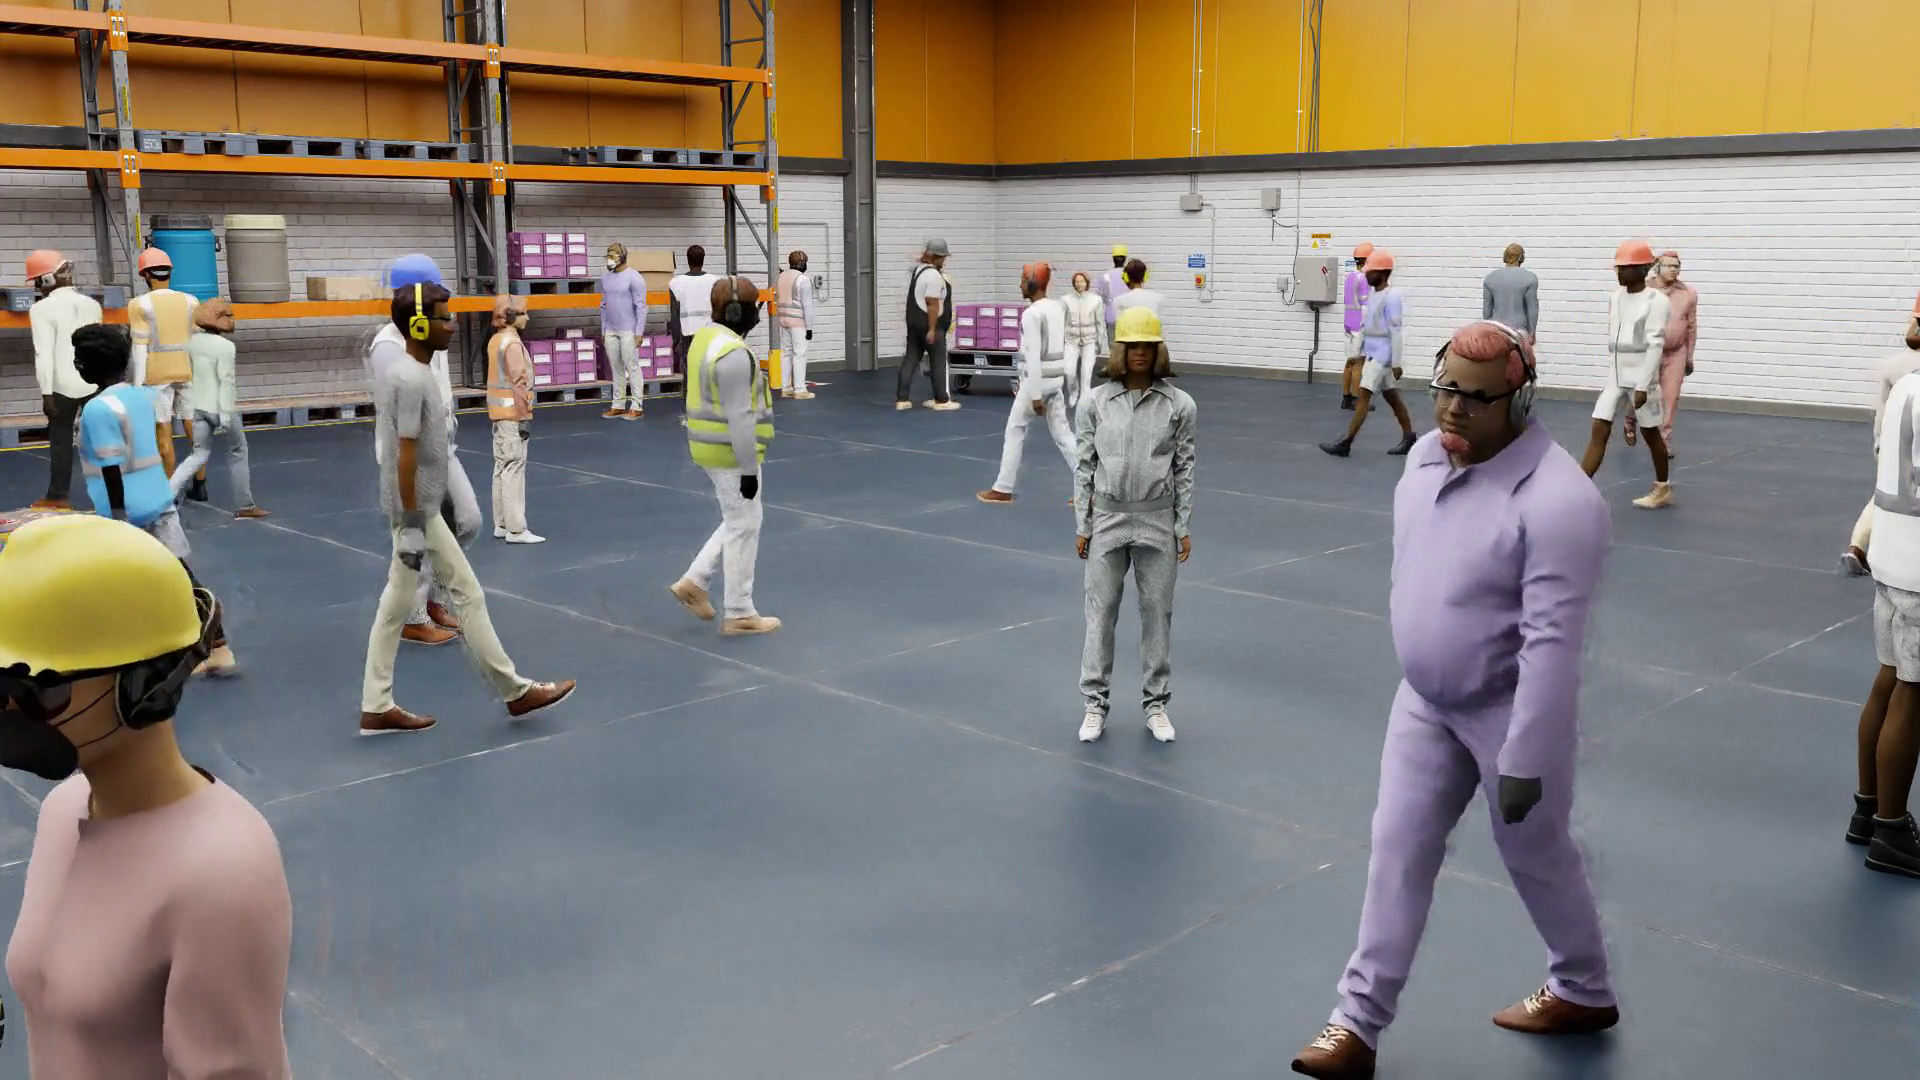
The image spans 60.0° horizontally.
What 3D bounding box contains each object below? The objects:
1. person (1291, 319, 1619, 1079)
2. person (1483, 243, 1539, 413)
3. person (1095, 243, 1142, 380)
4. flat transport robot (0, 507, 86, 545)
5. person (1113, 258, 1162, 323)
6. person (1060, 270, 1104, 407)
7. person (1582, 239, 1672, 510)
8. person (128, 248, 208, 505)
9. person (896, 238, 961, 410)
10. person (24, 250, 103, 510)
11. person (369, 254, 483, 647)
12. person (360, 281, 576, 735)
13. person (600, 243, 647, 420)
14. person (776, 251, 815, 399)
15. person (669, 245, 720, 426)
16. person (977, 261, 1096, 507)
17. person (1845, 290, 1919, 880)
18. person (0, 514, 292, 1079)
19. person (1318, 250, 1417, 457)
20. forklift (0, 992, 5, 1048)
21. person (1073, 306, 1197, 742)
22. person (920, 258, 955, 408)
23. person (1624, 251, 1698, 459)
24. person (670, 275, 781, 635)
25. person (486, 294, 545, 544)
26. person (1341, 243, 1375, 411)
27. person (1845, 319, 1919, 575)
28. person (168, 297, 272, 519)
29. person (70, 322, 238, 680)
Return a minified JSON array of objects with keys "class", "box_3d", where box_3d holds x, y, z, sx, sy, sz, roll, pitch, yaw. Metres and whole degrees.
[{"class":"person","box_3d":[1.231,0.394,3.979,0.990,1.836,0.704,-5,12,-25]},{"class":"person","box_3d":[6.142,-2.337,18.577,0.629,1.937,0.373,8,13,38]},{"class":"person","box_3d":[2.052,-2.880,21.596,0.613,1.909,0.457,-1,10,-5]},{"class":"flat transport robot","box_3d":[-6.022,-0.004,10.395,0.652,0.197,1.431,3,11,14]},{"class":"person","box_3d":[1.637,-1.654,15.175,0.508,1.829,0.981,-2,11,-10]},{"class":"person","box_3d":[1.381,-2.250,18.928,0.514,1.630,0.444,2,11,9]},{"class":"person","box_3d":[4.852,-1.181,12.126,1.034,1.985,0.632,-3,11,-18]},{"class":"person","box_3d":[-5.971,-1.223,12.525,0.373,1.928,0.543,8,13,37]},{"class":"person","box_3d":[-0.408,-2.522,19.298,0.716,2.000,0.703,-5,11,-25]},{"class":"person","box_3d":[-6.334,-1.112,11.947,1.010,1.927,0.642,4,11,21]},{"class":"person","box_3d":[-2.622,-0.421,8.133,0.452,1.930,0.648,1,10,7]},{"class":"person","box_3d":[-2.058,-0.122,6.772,0.913,1.830,0.554,-4,11,-23]},{"class":"person","box_3d":[-3.716,-2.287,18.290,0.638,1.938,0.356,7,13,34]},{"class":"person","box_3d":[-2.020,-2.663,20.651,0.431,1.836,0.619,-10,14,-43]},{"class":"person","box_3d":[-2.772,-2.155,17.630,0.593,1.920,0.392,-3,11,-14]},{"class":"person","box_3d":[0.633,-1.150,12.401,0.988,1.840,0.579,7,12,32]},{"class":"person","box_3d":[3.081,0.101,5.272,0.354,1.939,0.545,3,11,17]},{"class":"person","box_3d":[-0.912,0.808,2.007,0.526,1.722,0.923,7,13,35]},{"class":"person","box_3d":[3.813,-1.689,15.205,1.009,1.888,0.550,0,10,-3]},{"class":"forklift","box_3d":[-3.245,0.323,3.363,2.313,2.155,1.214,2,11,13]},{"class":"person","box_3d":[0.694,-0.054,6.644,0.487,1.746,0.290,0,10,1]},{"class":"person","box_3d":[-0.299,-2.467,19.631,0.467,1.824,0.638,-3,11,-15]},{"class":"person","box_3d":[6.424,-1.712,15.309,0.646,1.886,0.689,1,10,4]},{"class":"person","box_3d":[-1.160,-0.414,8.388,0.458,1.824,0.646,-4,11,-21]},{"class":"person","box_3d":[-2.954,-0.793,10.972,0.311,1.636,0.523,-6,12,-30]},{"class":"person","box_3d":[4.644,-2.462,19.259,0.380,1.934,0.553,-2,11,-9]},{"class":"person","box_3d":[5.653,-0.576,9.918,0.821,1.595,0.505,-6,12,-29]},{"class":"person","box_3d":[-5.271,-0.895,11.631,0.510,1.600,0.788,6,12,30]},{"class":"person","box_3d":[-3.734,-0.149,7.438,0.918,1.644,0.545,0,10,-1]}]
